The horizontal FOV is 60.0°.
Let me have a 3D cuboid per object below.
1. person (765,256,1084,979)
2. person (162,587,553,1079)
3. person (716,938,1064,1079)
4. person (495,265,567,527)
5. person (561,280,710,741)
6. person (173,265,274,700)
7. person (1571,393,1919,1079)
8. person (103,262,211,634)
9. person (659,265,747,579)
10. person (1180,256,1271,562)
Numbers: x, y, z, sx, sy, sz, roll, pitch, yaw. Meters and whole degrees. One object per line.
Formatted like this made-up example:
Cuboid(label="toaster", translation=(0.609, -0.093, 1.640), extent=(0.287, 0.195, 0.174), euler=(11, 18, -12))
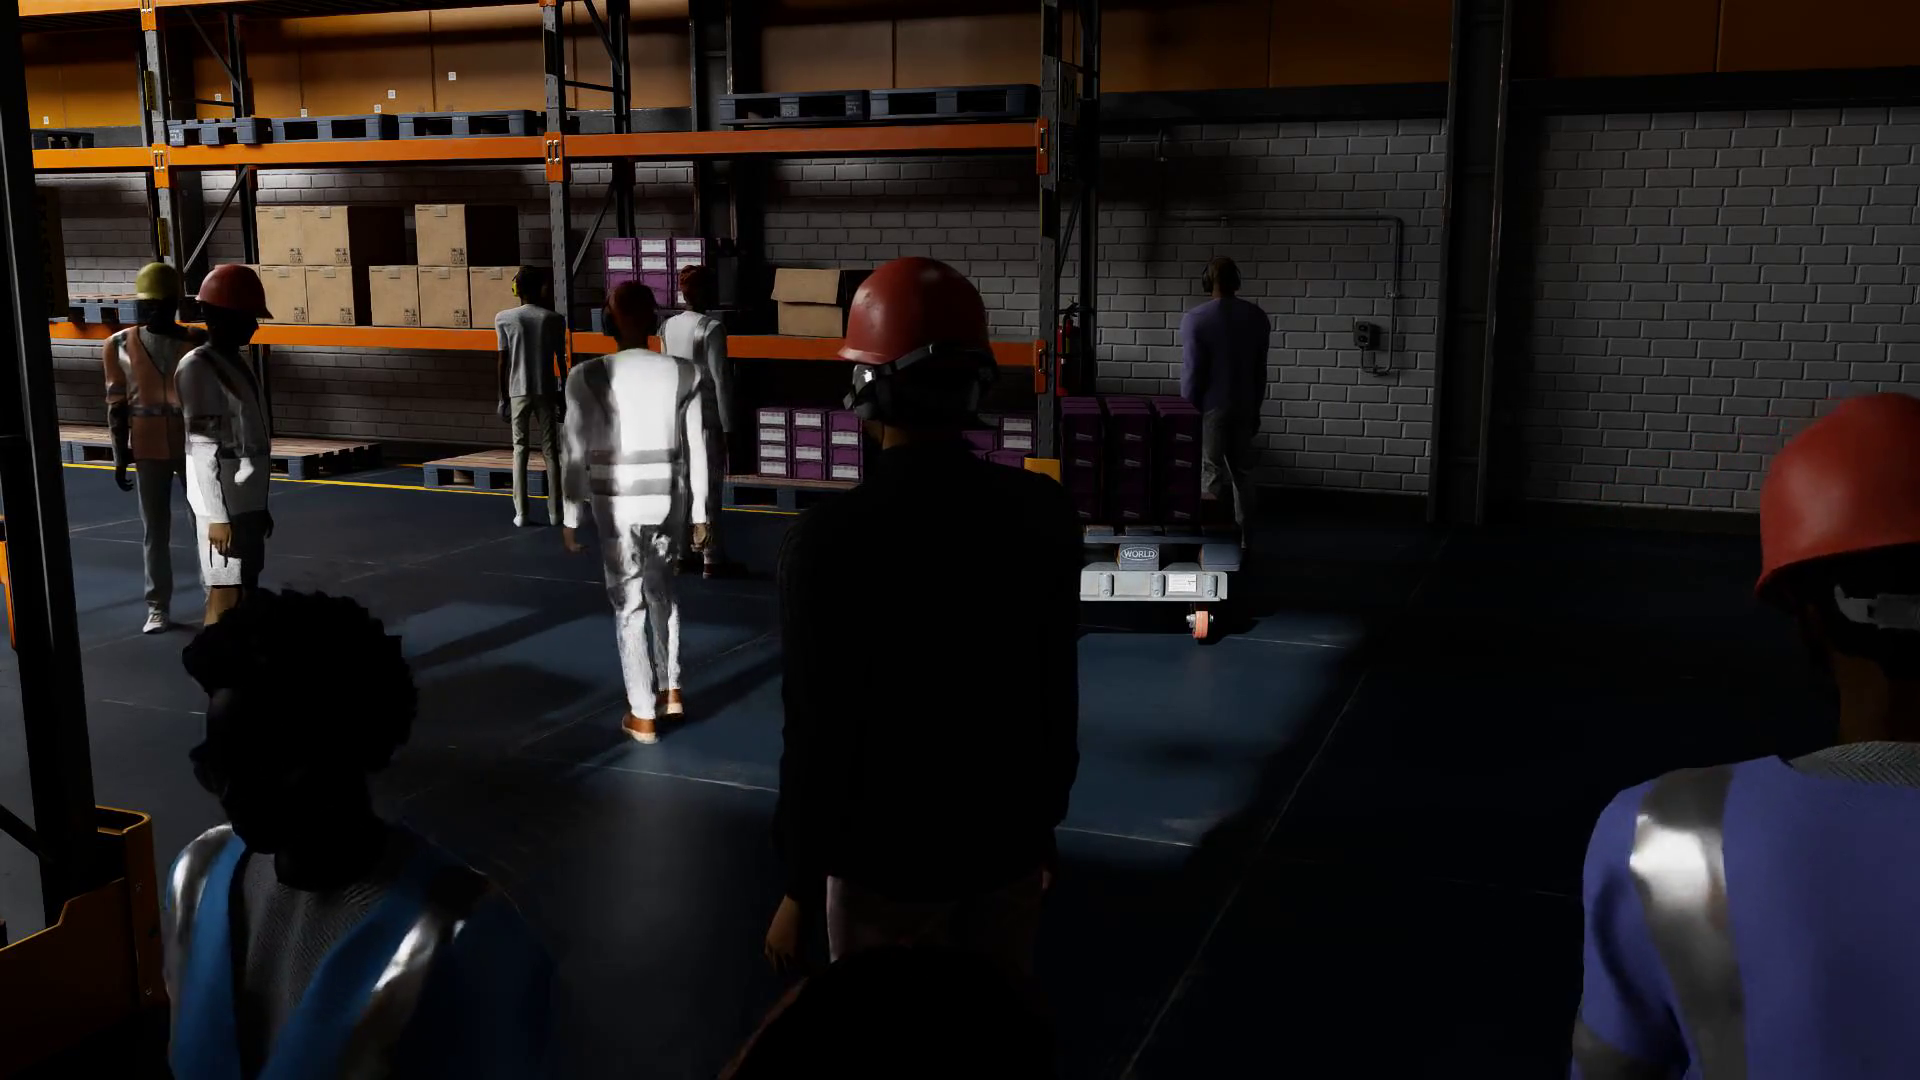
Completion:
Cuboid(label="person", translation=(-0.059, 0.524, 2.865), extent=(0.611, 1.996, 0.378), euler=(-8, 13, -36))
Cuboid(label="person", translation=(-0.707, 0.878, 1.813), extent=(0.543, 1.653, 0.776), euler=(4, 11, 24))
Cuboid(label="person", translation=(-0.102, 1.038, 1.095), extent=(0.715, 1.601, 0.625), euler=(2, 10, 12))
Cuboid(label="person", translation=(-3.046, -1.017, 11.862), extent=(0.501, 1.856, 0.327), euler=(-4, 11, -19))
Cuboid(label="person", translation=(-1.339, -0.116, 6.803), extent=(0.579, 1.870, 0.496), euler=(-6, 12, -31))
Cuboid(label="person", translation=(-2.964, -0.157, 6.850), extent=(0.375, 1.927, 0.543), euler=(-1, 10, -6))
Cuboid(label="person", translation=(0.893, 0.816, 1.556), extent=(0.627, 1.878, 0.845), euler=(6, 12, 30))
Cuboid(label="person", translation=(-4.066, -0.464, 8.599), extent=(0.586, 1.918, 0.406), euler=(-4, 11, -20))
Cuboid(label="person", translation=(-1.561, -0.706, 10.037), extent=(0.575, 1.883, 0.355), euler=(8, 13, 39))
Cuboid(label="person", translation=(1.636, -0.800, 10.421), extent=(0.629, 1.933, 0.379), euler=(-4, 11, -23))
